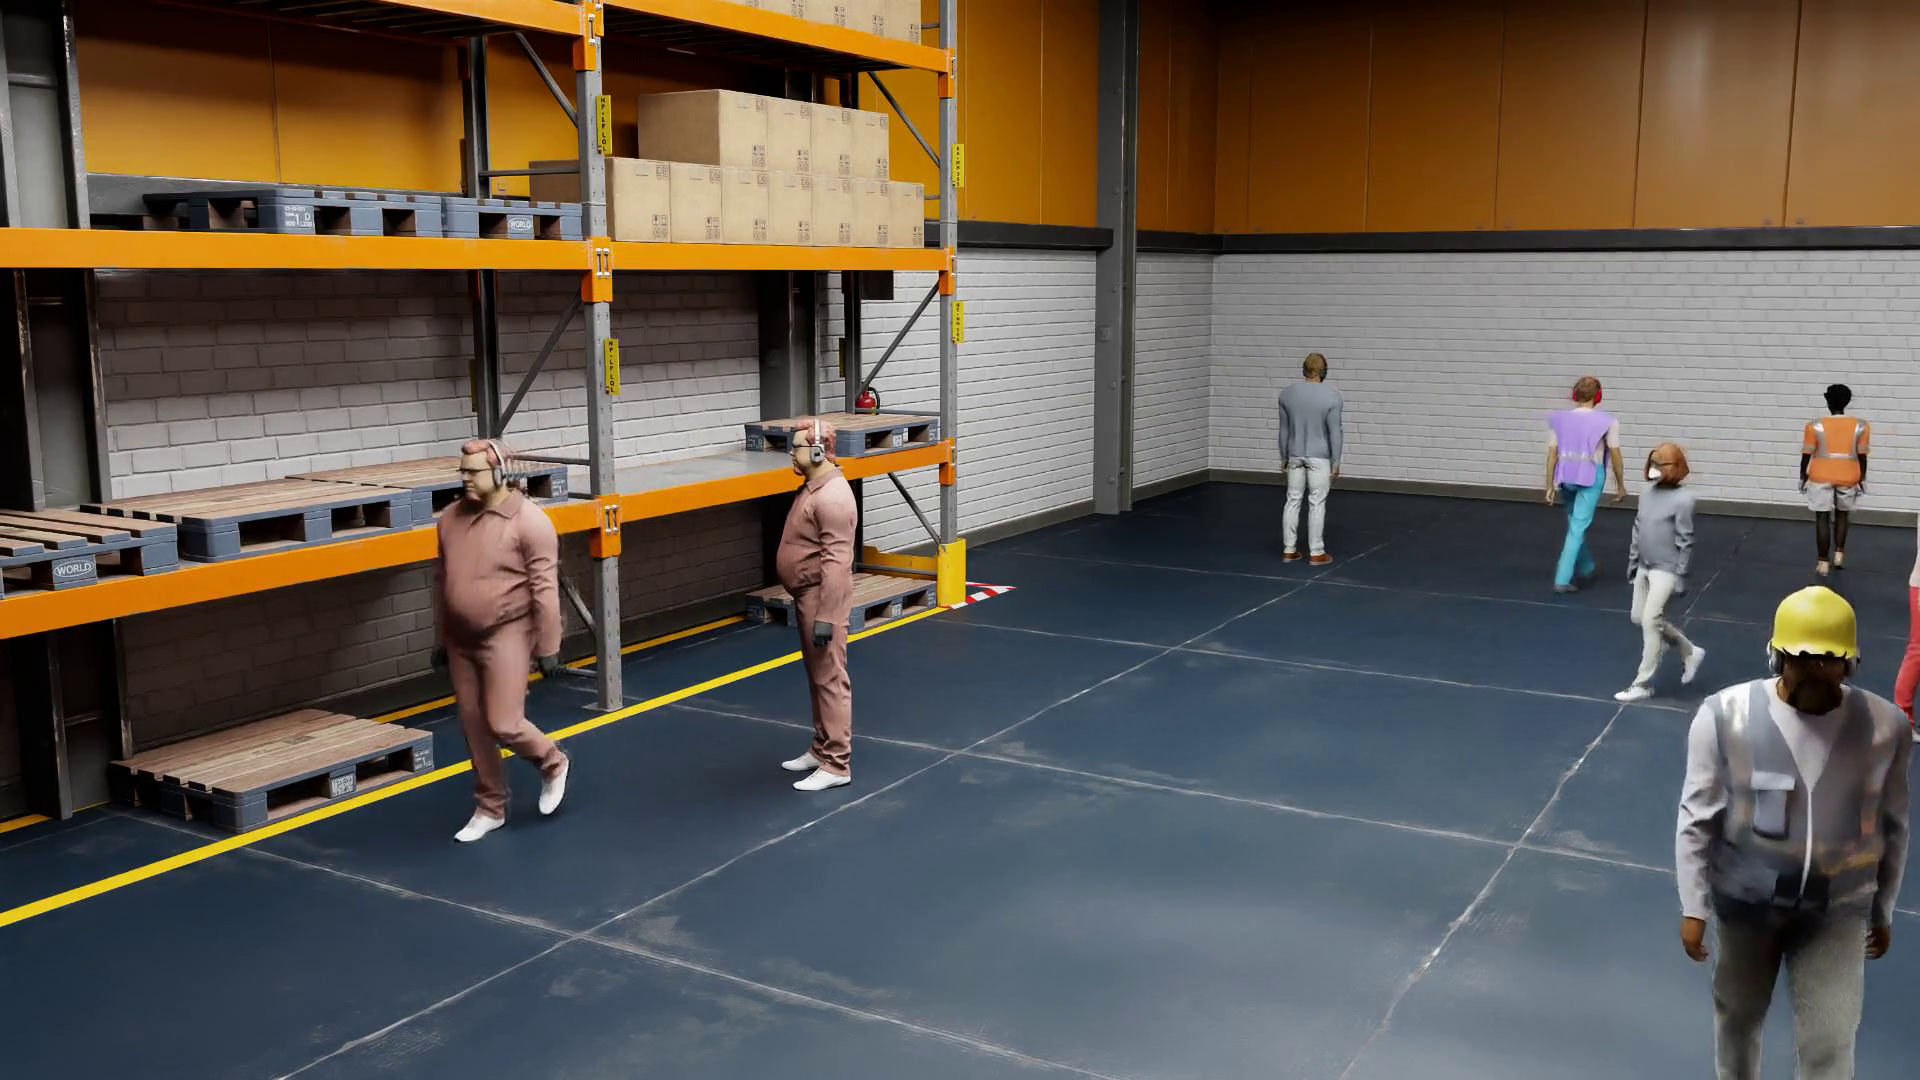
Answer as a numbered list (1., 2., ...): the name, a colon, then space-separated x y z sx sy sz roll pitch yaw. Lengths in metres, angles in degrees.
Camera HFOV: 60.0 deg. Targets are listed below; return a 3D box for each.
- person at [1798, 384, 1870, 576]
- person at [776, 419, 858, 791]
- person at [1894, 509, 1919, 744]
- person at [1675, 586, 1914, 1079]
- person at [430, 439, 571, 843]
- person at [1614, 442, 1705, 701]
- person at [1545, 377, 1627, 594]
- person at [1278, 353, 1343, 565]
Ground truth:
1. person: 7.666 -0.533 14.627 0.548 1.678 0.513 3 10 17
2. person: -0.742 0.328 8.593 0.408 1.908 0.645 -2 9 -13
3. person: 5.575 0.276 9.396 0.535 1.760 0.343 -5 11 -30
4. person: 2.312 1.023 4.613 0.606 1.786 0.912 3 10 18
5. person: -2.178 0.460 7.825 0.648 1.890 0.514 5 10 27
6. person: 4.384 0.189 10.324 0.618 1.614 0.513 -2 9 -11
7. person: 5.233 -0.466 13.925 1.001 1.784 0.575 -8 12 -41
8. person: 3.188 -0.733 15.154 0.636 1.933 0.368 7 11 37
